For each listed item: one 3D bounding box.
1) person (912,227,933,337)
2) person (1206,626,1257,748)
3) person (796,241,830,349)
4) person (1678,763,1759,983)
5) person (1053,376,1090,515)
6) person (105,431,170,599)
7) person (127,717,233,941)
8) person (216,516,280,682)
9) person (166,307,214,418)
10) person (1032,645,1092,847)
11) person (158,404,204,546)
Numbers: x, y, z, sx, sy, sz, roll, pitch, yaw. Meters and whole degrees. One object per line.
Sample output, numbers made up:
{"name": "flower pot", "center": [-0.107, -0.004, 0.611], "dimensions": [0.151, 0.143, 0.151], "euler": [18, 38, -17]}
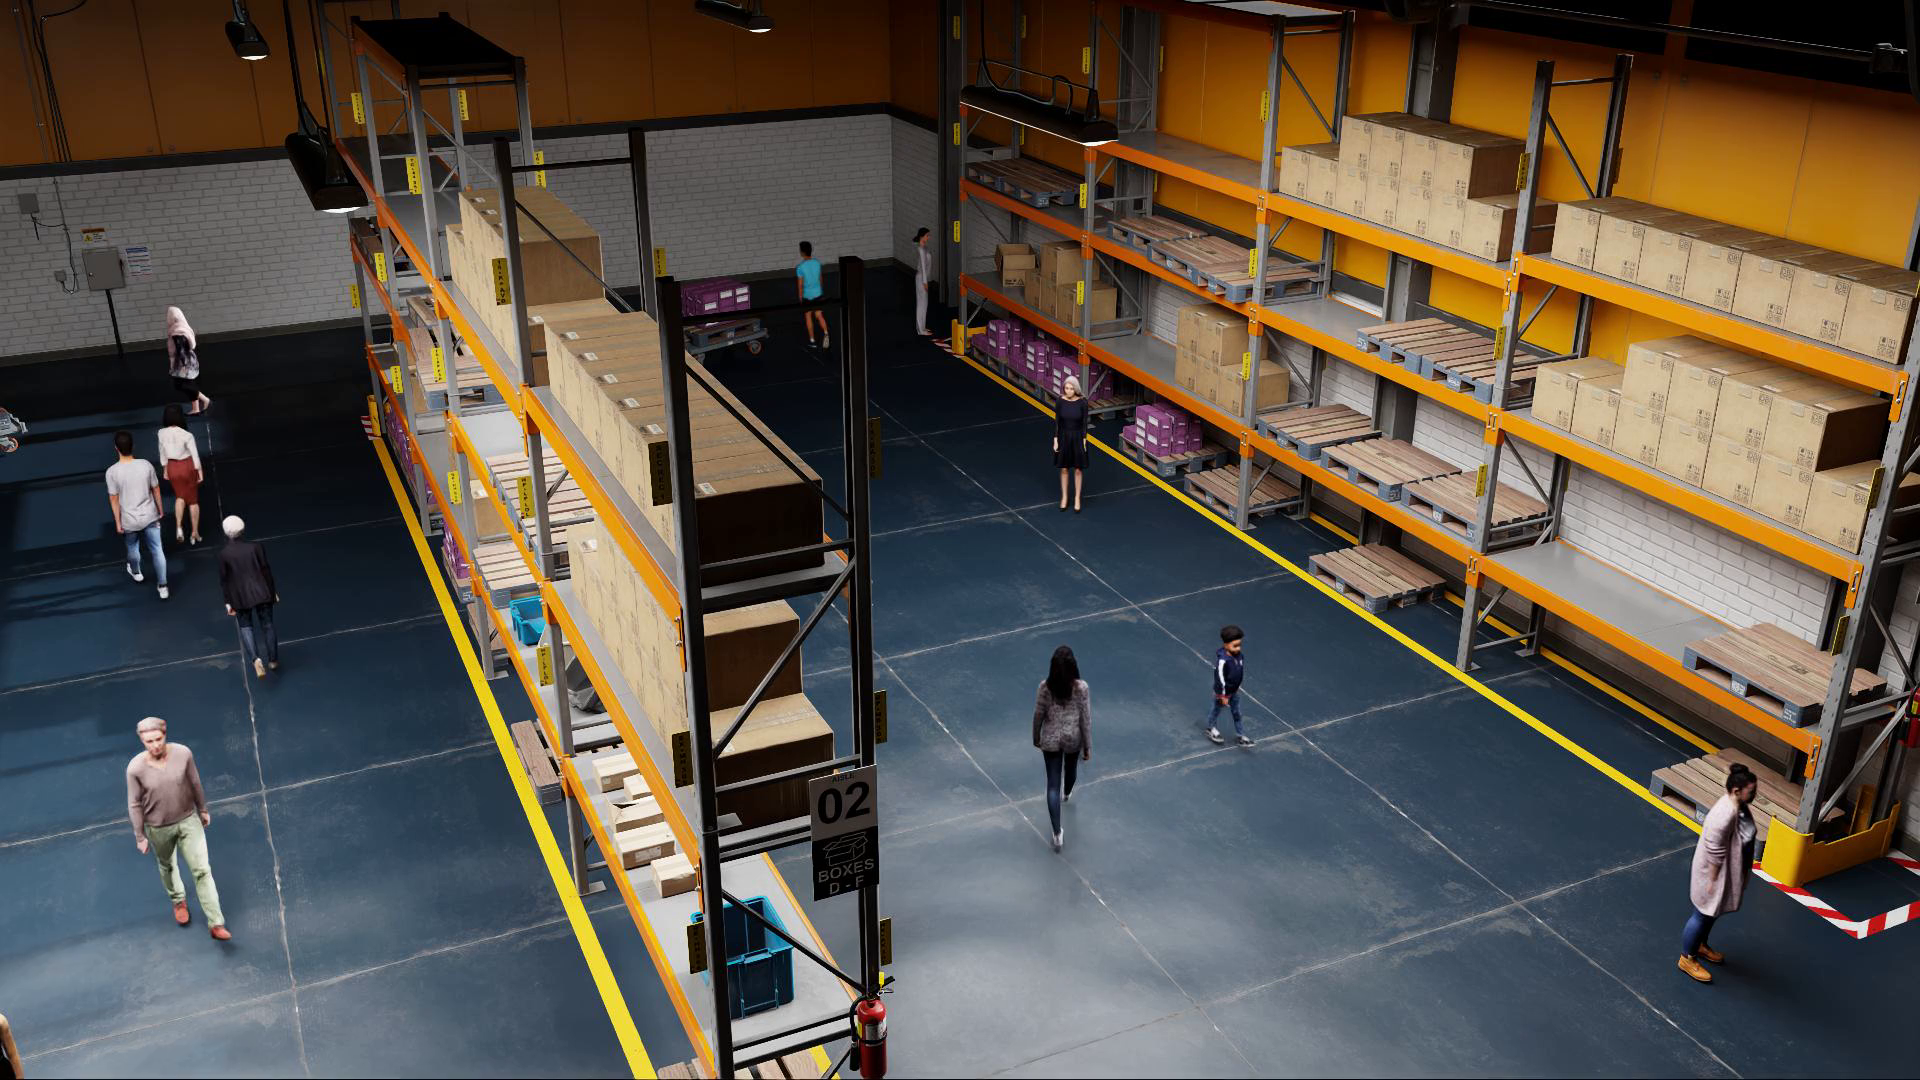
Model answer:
{"name": "person", "center": [-0.625, -4.282, 27.487], "dimensions": [0.726, 1.770, 0.603], "euler": [-1, 24, -2]}
{"name": "person", "center": [2.424, 1.332, 15.357], "dimensions": [0.604, 1.200, 0.804], "euler": [-15, 28, -31]}
{"name": "person", "center": [-2.316, -3.870, 26.561], "dimensions": [0.711, 1.757, 0.998], "euler": [-13, 27, -27]}
{"name": "person", "center": [5.583, 2.405, 12.223], "dimensions": [0.777, 1.743, 0.782], "euler": [19, 30, 36]}
{"name": "person", "center": [1.365, -1.180, 20.424], "dimensions": [0.710, 1.743, 0.744], "euler": [5, 24, 10]}
{"name": "person", "center": [-8.924, -0.234, 18.124], "dimensions": [0.814, 1.852, 1.147], "euler": [-16, 28, -33]}
{"name": "person", "center": [-6.038, 2.142, 12.712], "dimensions": [0.792, 1.834, 1.186], "euler": [-15, 28, -30]}
{"name": "person", "center": [-6.922, 0.601, 16.379], "dimensions": [0.715, 1.762, 0.826], "euler": [-11, 26, -23]}
{"name": "person", "center": [-10.920, -2.518, 23.638], "dimensions": [0.749, 1.621, 0.715], "euler": [-6, 24, -14]}
{"name": "person", "center": [0.841, 1.734, 13.837], "dimensions": [1.014, 1.681, 1.258], "euler": [1, 24, 3]}
{"name": "person", "center": [-9.089, -0.717, 19.370], "dimensions": [0.776, 1.738, 0.832], "euler": [2, 24, 4]}
